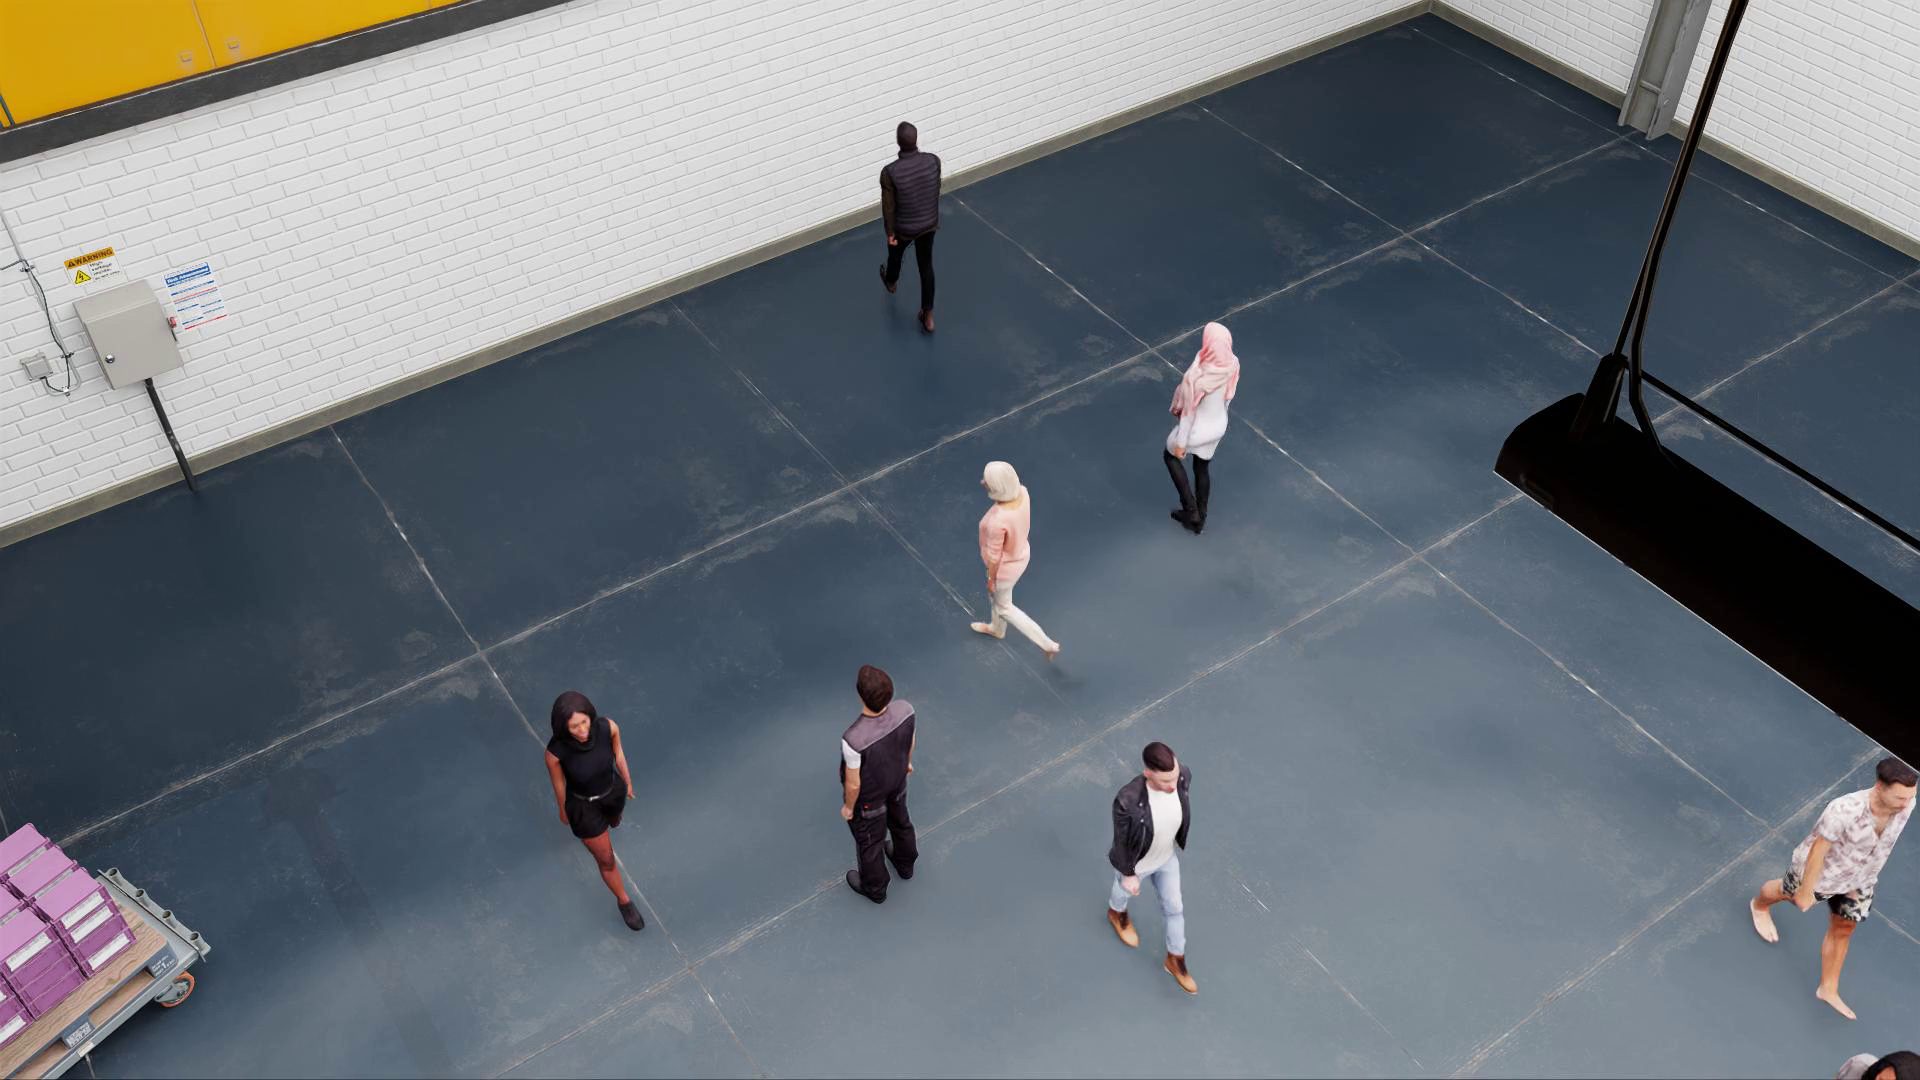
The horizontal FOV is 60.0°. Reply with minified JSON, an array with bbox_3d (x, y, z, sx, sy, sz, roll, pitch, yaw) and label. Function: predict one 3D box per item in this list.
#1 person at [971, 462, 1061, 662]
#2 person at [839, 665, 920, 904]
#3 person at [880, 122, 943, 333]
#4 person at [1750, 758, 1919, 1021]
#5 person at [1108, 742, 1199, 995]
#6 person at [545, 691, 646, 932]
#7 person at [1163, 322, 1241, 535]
[{"bbox_3d":[0.367,0.172,10.765,1.060,1.699,0.893,22,48,22],"label":"person"},{"bbox_3d":[-0.459,1.379,9.391,0.692,1.848,0.610,-33,53,-30],"label":"person"},{"bbox_3d":[-0.344,-2.517,13.520,0.901,1.792,1.196,-14,45,-14],"label":"person"},{"bbox_3d":[4.737,1.712,9.093,1.019,1.776,1.225,-5,44,-5],"label":"person"},{"bbox_3d":[0.967,1.650,9.132,0.740,1.813,1.005,-19,47,-19],"label":"person"},{"bbox_3d":[-2.104,1.425,9.443,0.627,1.709,1.132,-29,51,-27],"label":"person"},{"bbox_3d":[1.737,-0.712,11.627,0.650,1.792,0.639,-23,48,-22],"label":"person"}]
